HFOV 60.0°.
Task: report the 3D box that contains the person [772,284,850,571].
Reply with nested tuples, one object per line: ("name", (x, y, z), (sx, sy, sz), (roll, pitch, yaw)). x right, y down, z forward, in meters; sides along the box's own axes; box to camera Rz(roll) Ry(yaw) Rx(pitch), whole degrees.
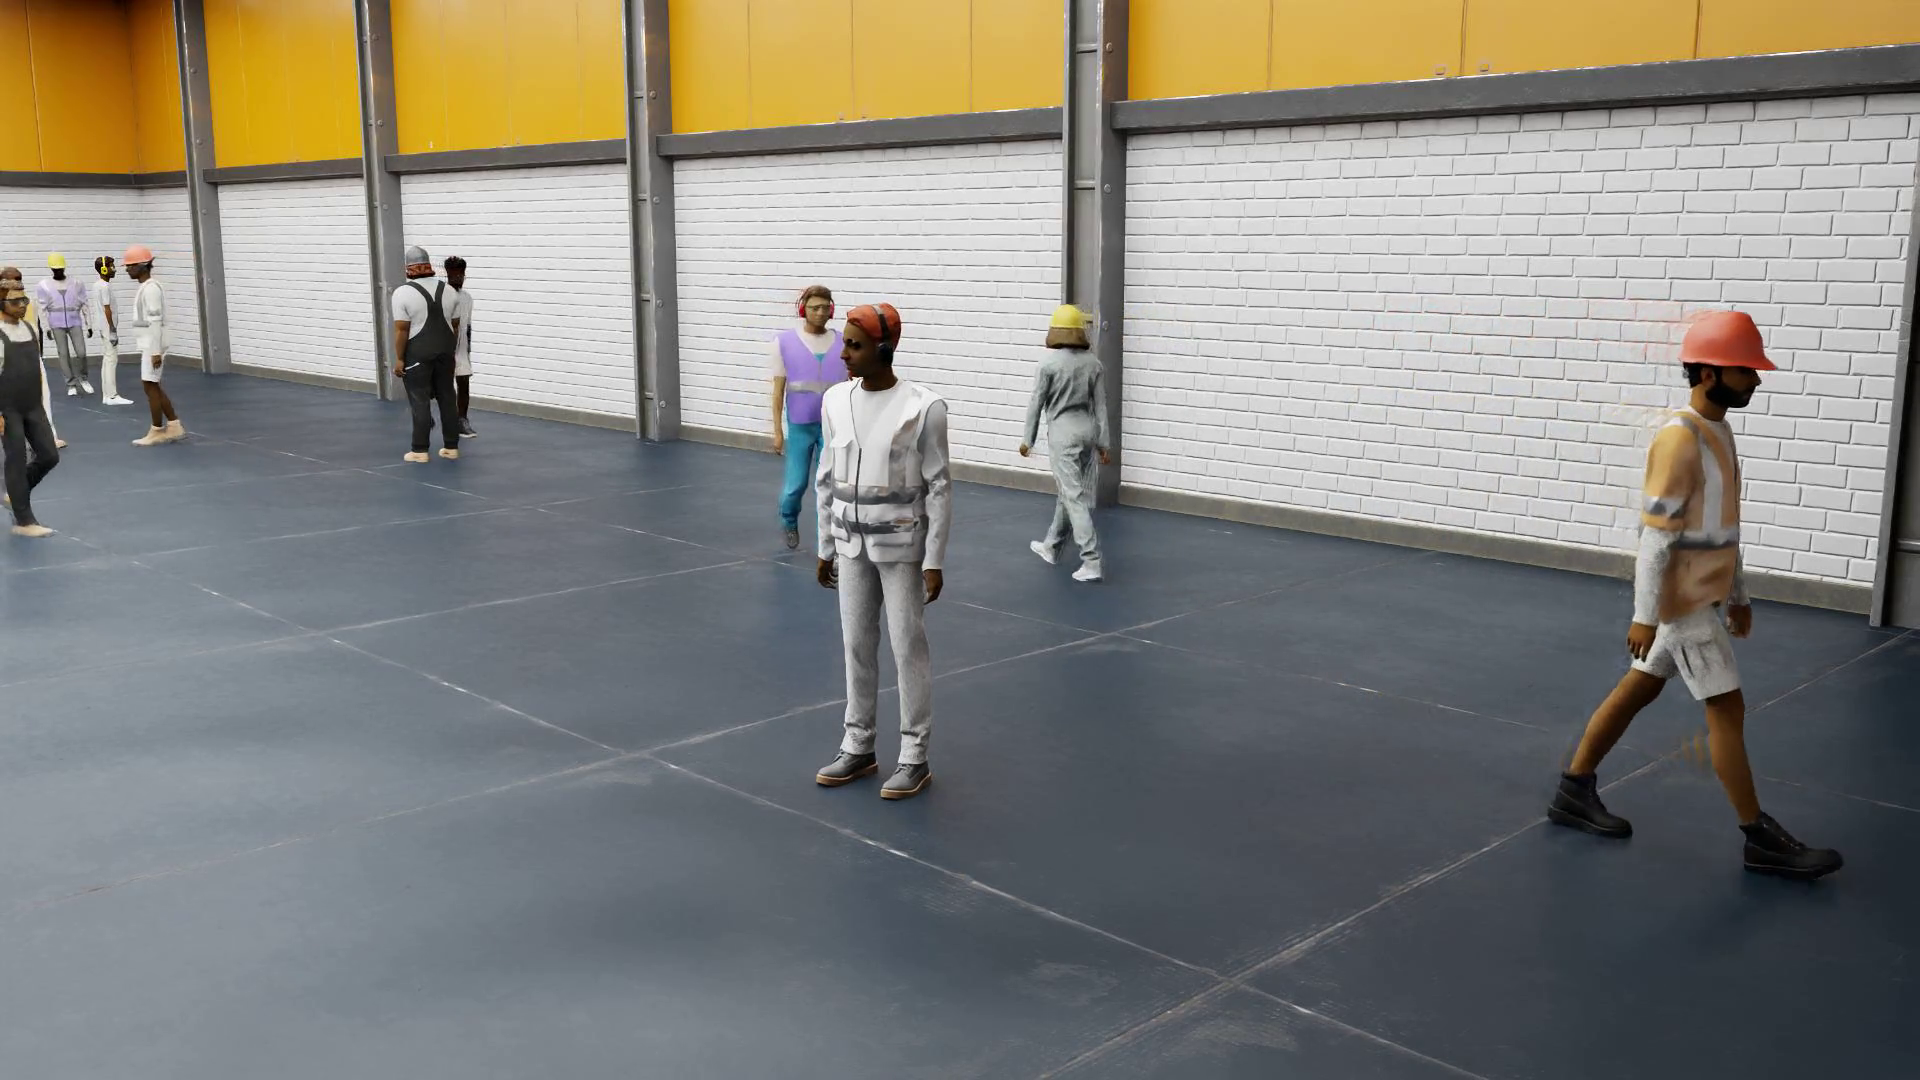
("person", (-0.960, -0.748, 10.826), (0.577, 1.822, 0.772), (-4, 11, -20))

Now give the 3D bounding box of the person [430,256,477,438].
("person", (-5.495, -2.054, 17.667), (0.793, 1.927, 0.636), (8, 13, 36))

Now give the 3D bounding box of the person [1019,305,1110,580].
("person", (0.681, -0.621, 10.475), (0.495, 1.694, 0.916), (-7, 13, -34))

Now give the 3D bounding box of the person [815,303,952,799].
("person", (-0.303, 0.045, 6.333), (0.582, 1.879, 0.338), (7, 12, 32))

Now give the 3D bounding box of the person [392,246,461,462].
("person", (-5.089, -1.764, 15.763), (0.537, 2.000, 0.675), (9, 14, 40))

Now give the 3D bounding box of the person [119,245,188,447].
("person", (-8.180, -1.957, 16.847), (0.547, 2.030, 0.621), (-6, 12, -31))

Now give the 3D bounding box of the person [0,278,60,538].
("person", (-6.684, -0.923, 11.747), (0.469, 1.834, 0.504), (3, 11, 18))

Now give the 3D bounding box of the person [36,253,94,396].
("person", (-11.880, -2.856, 22.105), (0.611, 1.898, 0.487), (-6, 12, -30))

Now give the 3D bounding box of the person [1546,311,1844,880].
("person", (2.503, 0.168, 5.660), (0.986, 1.886, 0.563), (7, 13, 34))

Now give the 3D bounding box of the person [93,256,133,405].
("person", (-10.739, -2.643, 21.023), (0.318, 1.870, 0.531), (-8, 13, -36))

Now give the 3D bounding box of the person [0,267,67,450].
("person", (-9.223, -1.763, 16.368), (0.794, 1.813, 0.661), (6, 12, 28))
